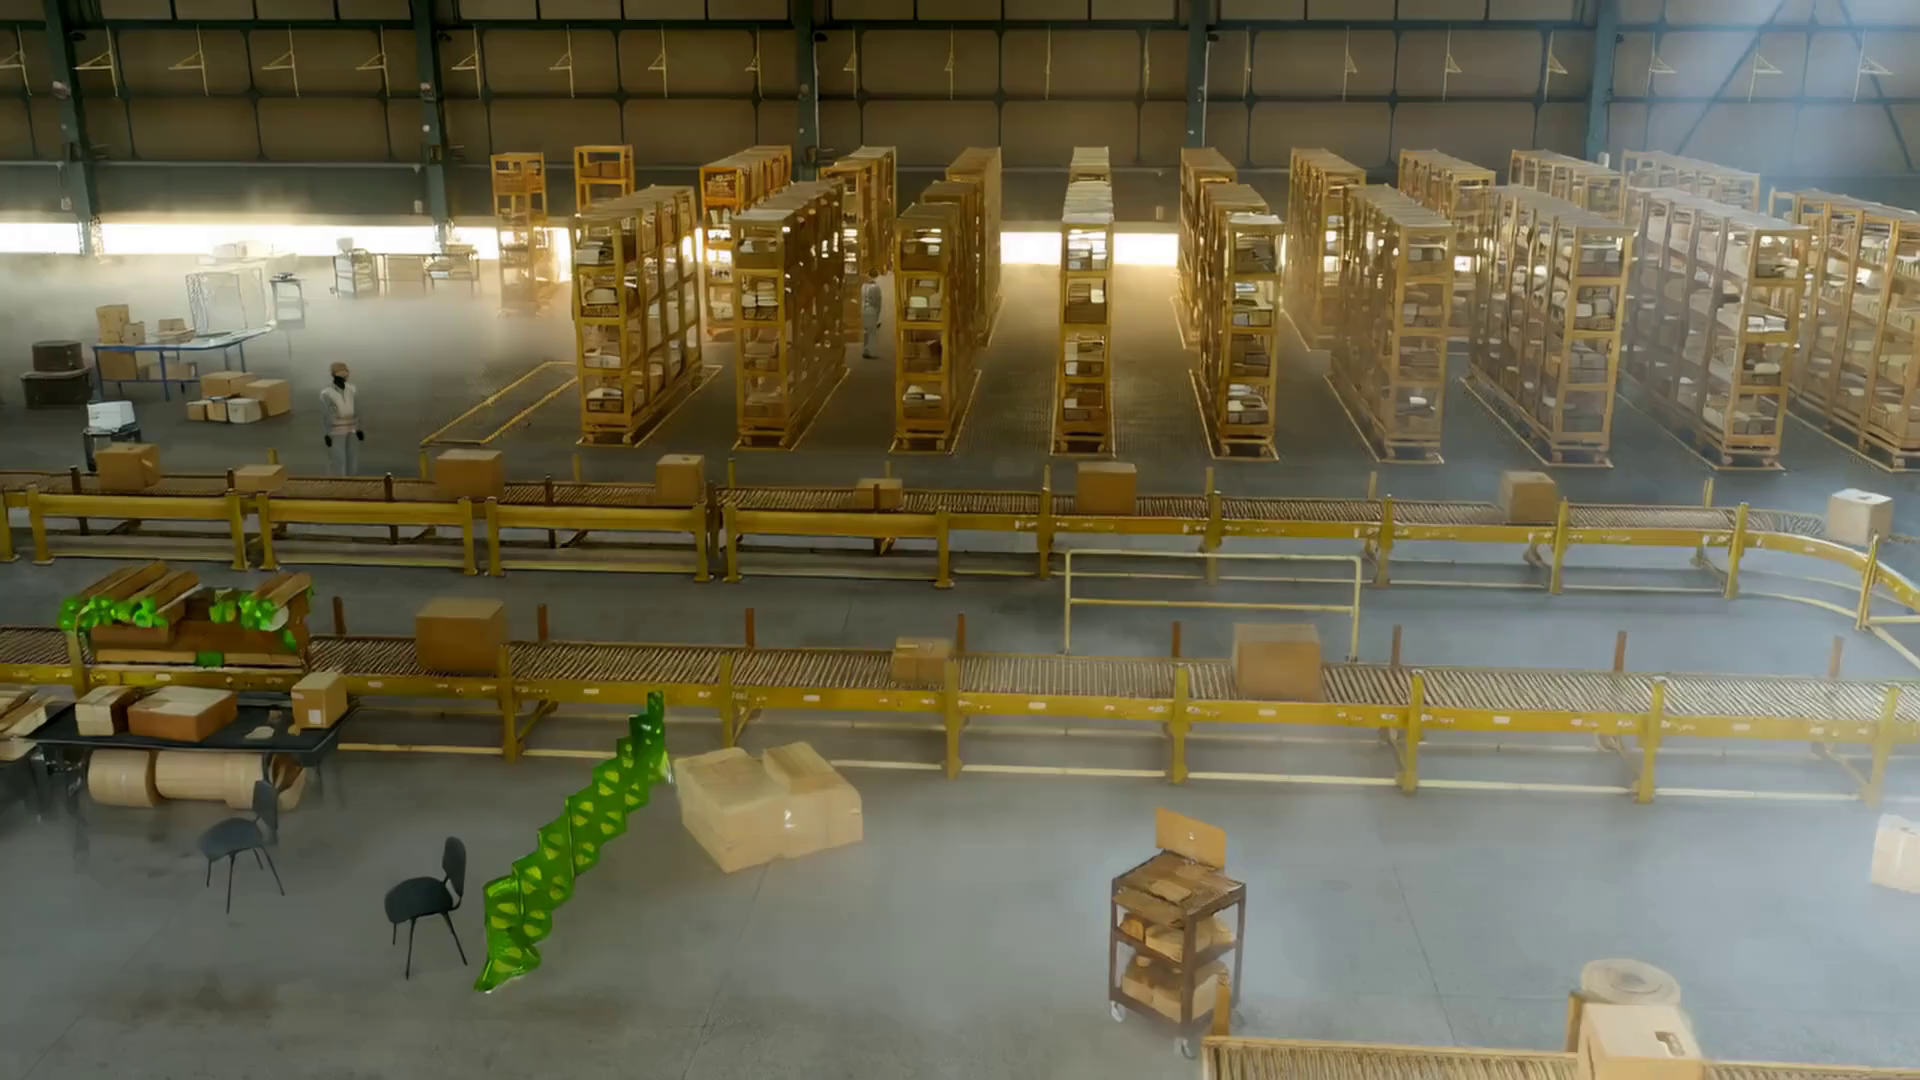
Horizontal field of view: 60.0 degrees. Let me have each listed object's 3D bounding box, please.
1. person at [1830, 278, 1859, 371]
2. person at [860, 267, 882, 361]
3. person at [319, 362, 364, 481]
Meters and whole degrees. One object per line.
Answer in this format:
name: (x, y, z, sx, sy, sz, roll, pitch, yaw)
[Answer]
person: (16.734, -4.029, 31.355, 0.575, 1.826, 0.560, 0, 17, -2)
person: (-1.744, -4.458, 32.743, 0.411, 1.821, 0.608, -11, 20, -30)
person: (-8.607, -1.531, 23.235, 0.407, 1.942, 0.615, 11, 20, 30)
